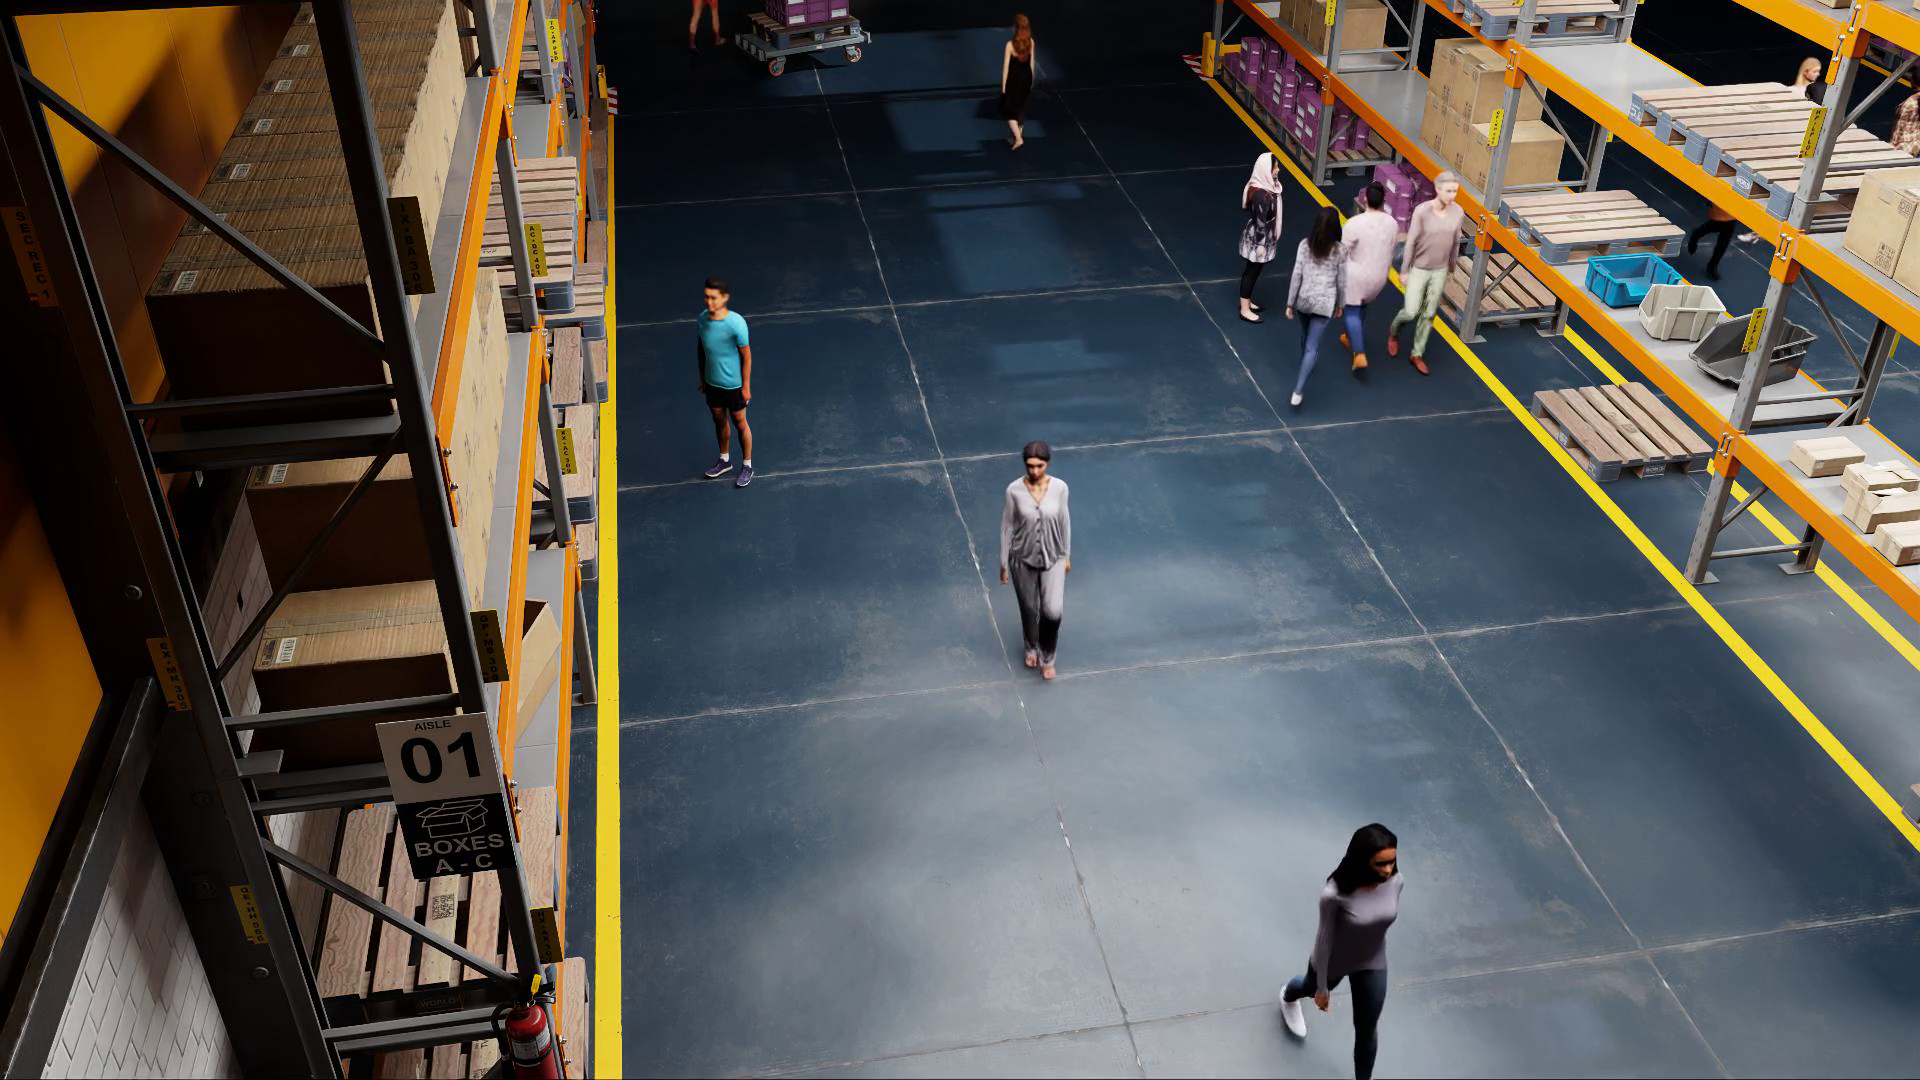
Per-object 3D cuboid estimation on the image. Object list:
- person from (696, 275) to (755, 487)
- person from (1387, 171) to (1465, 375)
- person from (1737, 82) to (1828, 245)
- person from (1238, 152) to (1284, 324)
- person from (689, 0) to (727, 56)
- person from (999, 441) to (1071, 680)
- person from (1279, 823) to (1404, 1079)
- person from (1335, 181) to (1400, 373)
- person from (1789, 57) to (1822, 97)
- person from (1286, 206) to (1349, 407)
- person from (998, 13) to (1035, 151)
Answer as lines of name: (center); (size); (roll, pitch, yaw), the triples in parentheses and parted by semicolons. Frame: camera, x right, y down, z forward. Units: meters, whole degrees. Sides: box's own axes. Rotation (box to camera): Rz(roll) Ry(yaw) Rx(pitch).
person: (-1.848, -1.266, 13.152); (0.689, 1.774, 0.718); (16, 37, 23)
person: (4.116, -2.420, 14.812); (0.677, 1.858, 0.762); (-5, 34, -8)
person: (8.684, -3.765, 16.975); (1.022, 1.703, 1.077); (10, 35, 14)
person: (2.818, -2.873, 15.693); (0.780, 1.636, 0.674); (6, 34, 9)
person: (-3.514, -7.380, 22.432); (1.014, 1.683, 1.197); (13, 36, 19)
person: (0.509, 0.070, 11.155); (0.689, 1.760, 0.691); (0, 34, 0)
person: (1.863, 2.029, 8.268); (0.652, 1.692, 1.152); (-8, 34, -12)
person: (3.595, -2.317, 14.791); (0.670, 1.710, 1.041); (-6, 34, -9)
person: (8.606, -4.178, 17.478); (0.947, 1.834, 1.110); (-26, 42, -33)
person: (3.030, -1.966, 14.304); (1.088, 1.665, 1.290); (13, 36, 19)
person: (0.705, -5.291, 19.352); (0.724, 1.613, 0.868); (-16, 37, -22)
